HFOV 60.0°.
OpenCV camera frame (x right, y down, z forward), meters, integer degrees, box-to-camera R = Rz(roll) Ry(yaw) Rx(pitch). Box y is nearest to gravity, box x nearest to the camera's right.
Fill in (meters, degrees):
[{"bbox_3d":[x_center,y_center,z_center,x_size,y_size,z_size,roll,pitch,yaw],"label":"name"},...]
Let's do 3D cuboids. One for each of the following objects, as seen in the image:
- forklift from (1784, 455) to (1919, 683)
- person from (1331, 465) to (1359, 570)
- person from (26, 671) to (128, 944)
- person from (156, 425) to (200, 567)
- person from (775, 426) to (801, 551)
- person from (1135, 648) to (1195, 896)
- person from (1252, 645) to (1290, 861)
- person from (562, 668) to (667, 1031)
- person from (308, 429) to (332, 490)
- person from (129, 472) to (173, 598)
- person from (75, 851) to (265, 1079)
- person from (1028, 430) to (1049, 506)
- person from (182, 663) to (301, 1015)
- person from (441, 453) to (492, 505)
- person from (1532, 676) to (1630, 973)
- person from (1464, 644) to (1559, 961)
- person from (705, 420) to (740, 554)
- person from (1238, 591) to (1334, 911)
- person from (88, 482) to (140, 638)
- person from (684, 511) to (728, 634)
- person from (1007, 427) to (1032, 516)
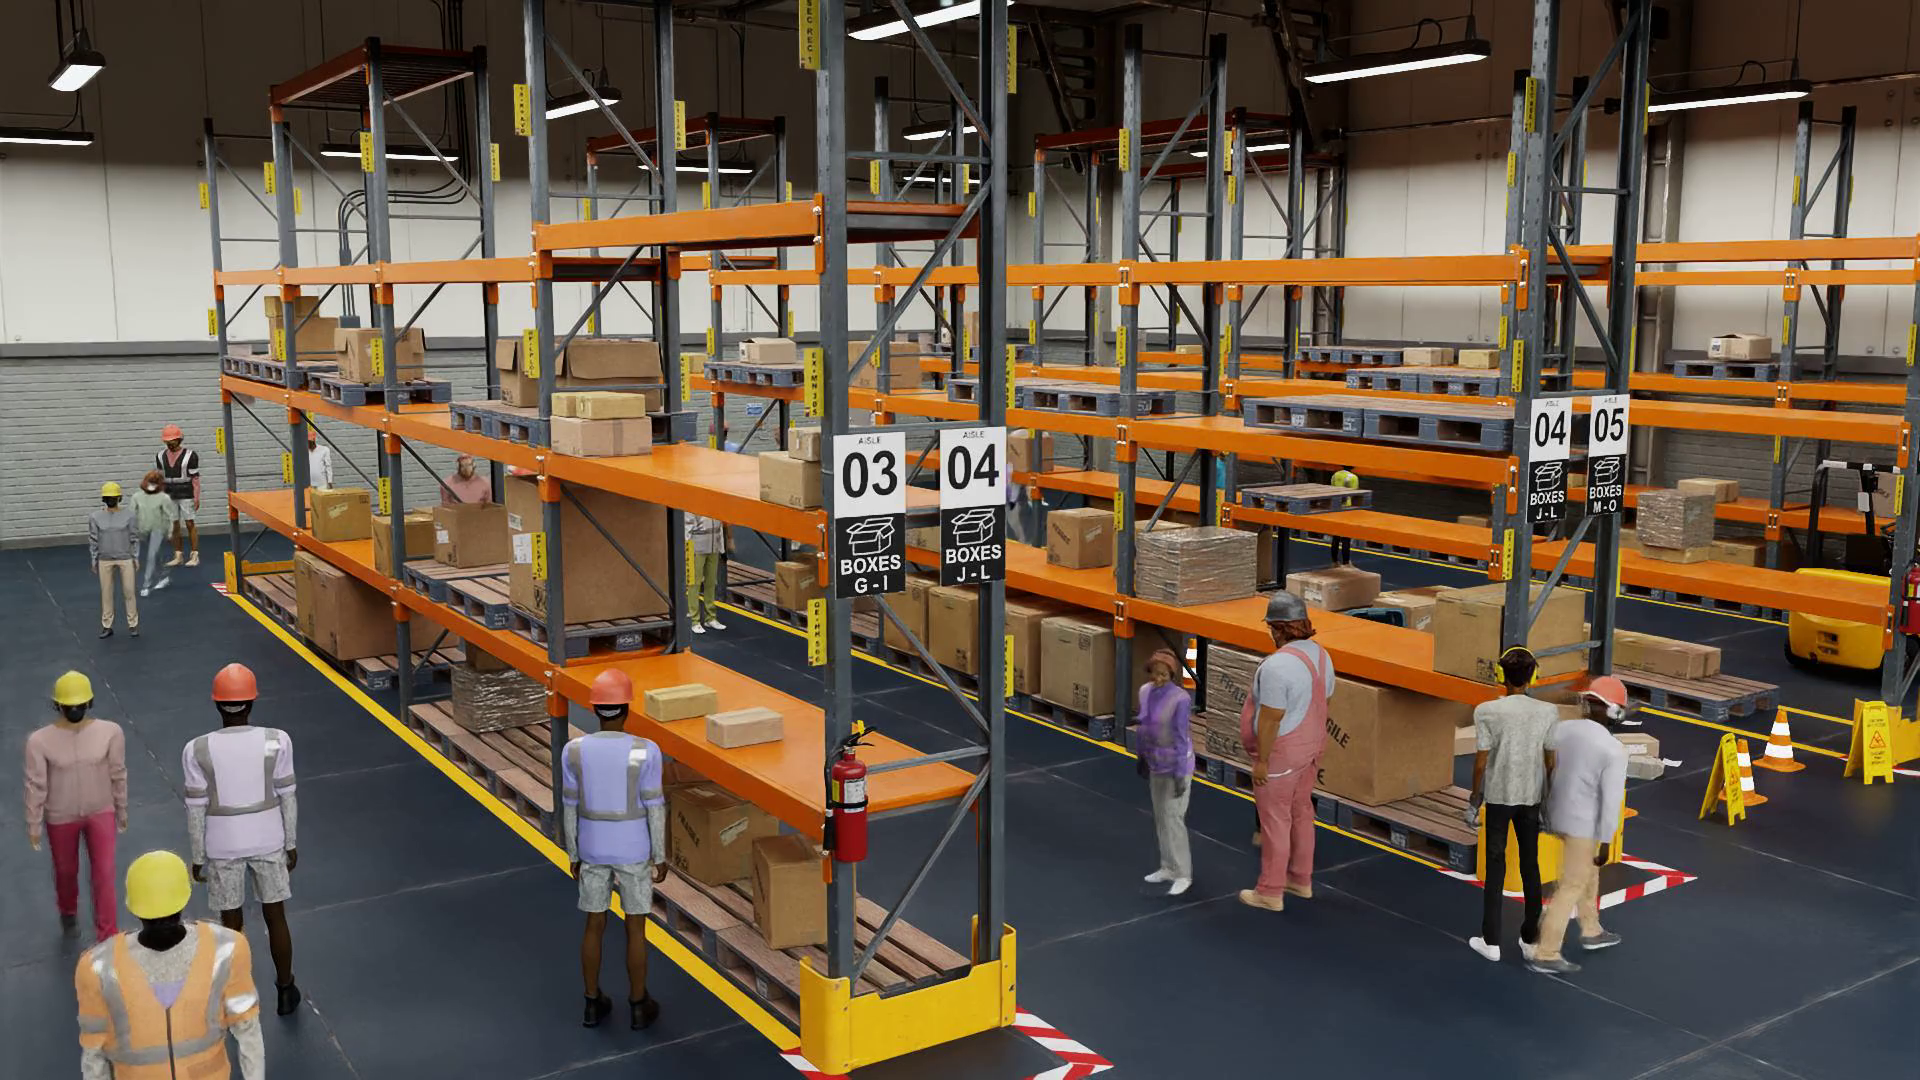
[{"bbox_3d":[9.643,0.253,17.172,2.313,2.155,1.214,-6,10,-33],"label":"forklift"},{"bbox_3d":[5.352,-0.391,23.117,0.322,1.692,0.532,-3,9,-22],"label":"person"},{"bbox_3d":[-5.185,1.599,9.786,0.533,1.735,0.895,-5,10,-32],"label":"person"},{"bbox_3d":[-11.057,-0.615,23.509,0.611,2.031,0.411,1,9,4],"label":"person"},{"bbox_3d":[-2.609,-0.784,25.090,0.411,1.893,0.647,-2,9,-10],"label":"person"},{"bbox_3d":[1.346,1.489,10.810,0.362,1.622,0.580,-5,10,-29],"label":"person"},{"bbox_3d":[2.218,1.366,11.445,0.320,1.685,0.539,-3,9,-17],"label":"person"},{"bbox_3d":[-1.822,1.638,8.846,0.548,1.931,0.389,1,9,8],"label":"person"},{"bbox_3d":[-10.341,-0.937,26.603,0.573,1.739,0.350,-3,9,-20],"label":"person"},{"bbox_3d":[-10.454,-0.099,21.507,0.570,1.590,0.854,0,9,2],"label":"person"},{"bbox_3d":[-2.841,2.069,6.050,0.599,1.899,0.782,-5,10,-30],"label":"person"},{"bbox_3d":[1.427,-1.422,30.182,0.499,1.633,0.279,-6,11,-37],"label":"person"},{"bbox_3d":[-3.837,1.620,8.914,0.546,1.939,0.375,-4,9,-24],"label":"person"},{"bbox_3d":[-6.191,-0.160,20.929,0.645,1.892,0.515,-4,9,-23],"label":"person"},{"bbox_3d":[3.640,1.633,9.666,0.833,1.682,0.573,-3,9,-19],"label":"person"},{"bbox_3d":[3.218,1.532,9.727,0.515,1.873,0.329,0,9,0],"label":"person"},{"bbox_3d":[-3.621,-0.813,24.985,0.615,1.977,1.073,-7,11,-37],"label":"person"},{"bbox_3d":[2.056,1.313,10.618,0.535,2.000,0.686,8,11,41],"label":"person"},{"bbox_3d":[-9.533,0.223,18.778,0.525,1.772,0.308,-3,9,-19],"label":"person"},{"bbox_3d":[-2.911,0.106,19.069,0.380,1.917,0.586,7,11,40],"label":"person"},{"bbox_3d":[1.088,-1.318,28.987,0.590,1.802,0.883,-3,9,-20],"label":"person"}]
